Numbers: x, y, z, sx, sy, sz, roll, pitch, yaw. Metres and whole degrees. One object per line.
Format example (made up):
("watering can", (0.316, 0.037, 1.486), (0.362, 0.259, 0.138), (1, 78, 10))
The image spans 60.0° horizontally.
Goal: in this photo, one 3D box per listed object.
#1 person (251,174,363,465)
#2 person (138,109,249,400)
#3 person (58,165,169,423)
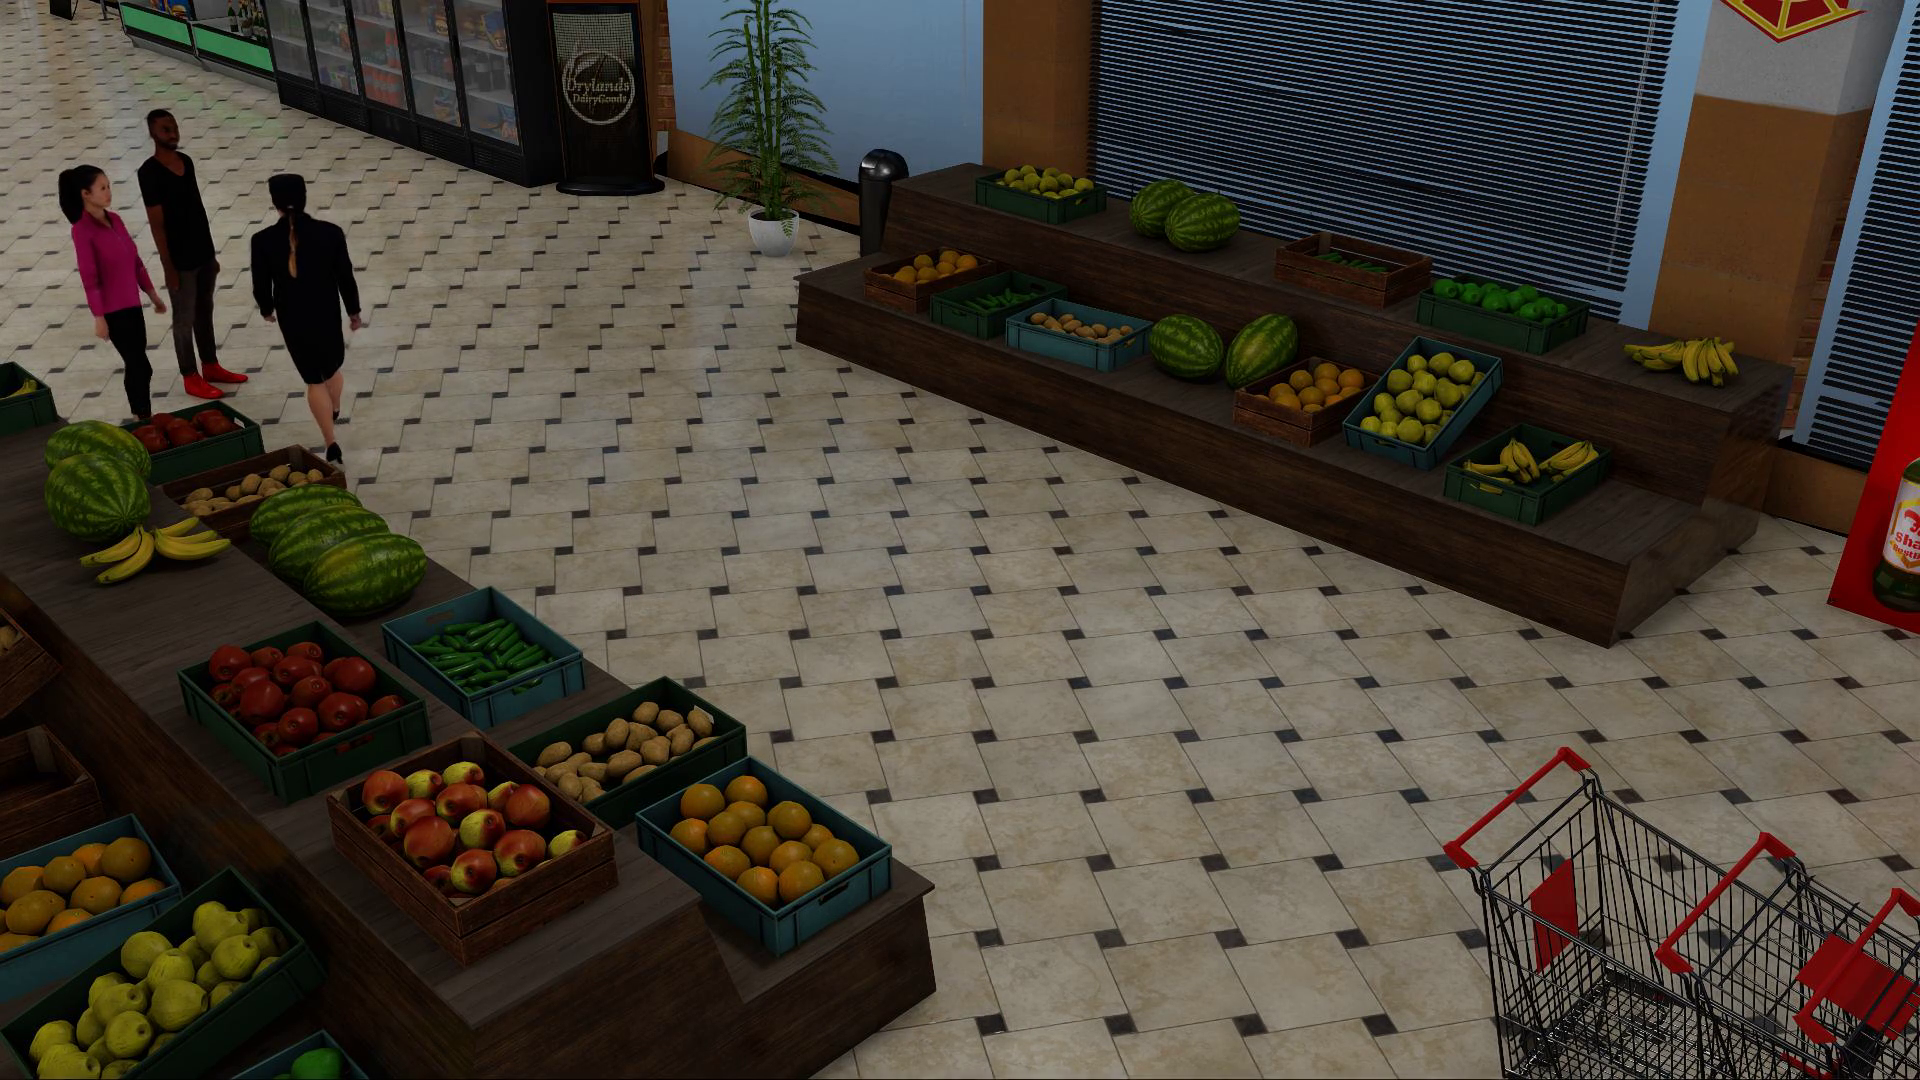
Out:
("person", (-3.715, -1.212, 9.527), (0.911, 1.633, 1.156), (-13, 30, -23))
("person", (-4.903, -1.811, 10.521), (0.725, 1.804, 0.715), (5, 27, 10))
("person", (-4.998, -1.349, 9.730), (0.833, 1.694, 0.773), (1, 27, 2))
